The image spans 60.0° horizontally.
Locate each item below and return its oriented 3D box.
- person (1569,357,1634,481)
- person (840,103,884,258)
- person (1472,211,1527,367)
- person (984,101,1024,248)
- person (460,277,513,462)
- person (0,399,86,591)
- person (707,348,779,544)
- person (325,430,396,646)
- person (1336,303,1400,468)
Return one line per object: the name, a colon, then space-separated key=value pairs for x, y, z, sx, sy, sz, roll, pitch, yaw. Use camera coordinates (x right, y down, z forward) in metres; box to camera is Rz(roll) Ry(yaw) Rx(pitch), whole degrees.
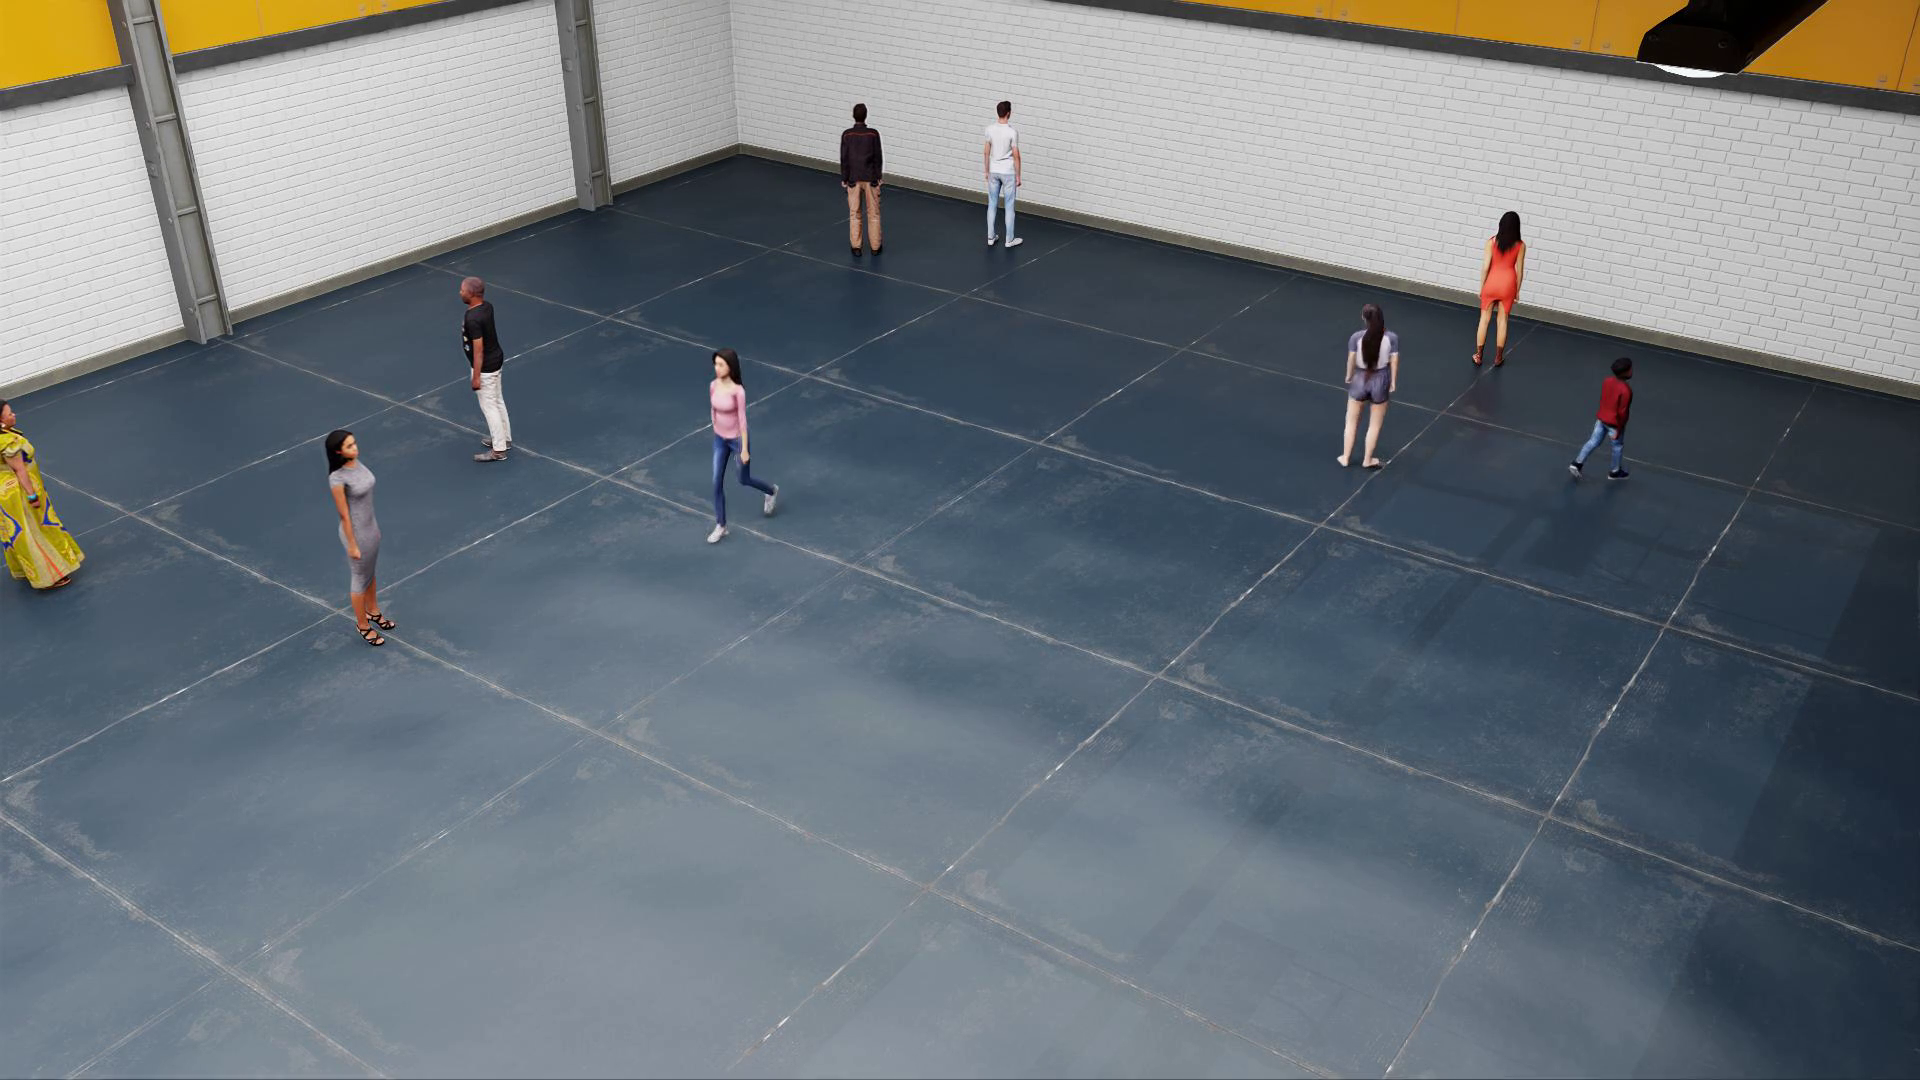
person: x=5.988 y=-1.110 z=15.410 sx=0.892 sy=1.240 sz=0.731 roll=-13 pitch=31 yaw=-22
person: x=-1.236 y=-4.542 z=20.987 sx=0.790 sy=1.925 sz=0.826 roll=-2 pitch=29 yaw=-4
person: x=5.774 y=-2.689 z=17.804 sx=0.654 sy=1.719 sz=0.640 roll=7 pitch=29 yaw=12
person: x=0.542 y=-4.704 z=21.361 sx=0.678 sy=1.851 sz=0.565 roll=15 pitch=32 yaw=25
person: x=-4.494 y=-1.637 z=15.786 sx=0.819 sy=1.805 sz=0.729 roll=0 pitch=29 yaw=0
person: x=-7.722 y=-0.391 z=13.653 sx=0.886 sy=1.660 sz=0.813 roll=24 pitch=37 yaw=36
person: x=-1.921 y=-0.868 z=14.471 sx=0.578 sy=1.715 sz=1.055 roll=18 pitch=34 yaw=30
person: x=-4.659 y=-0.036 z=12.876 sx=0.719 sy=1.781 sz=0.606 roll=3 pitch=29 yaw=6
person: x=3.858 y=-1.438 z=15.598 sx=0.681 sy=1.637 sz=0.630 roll=18 pitch=33 yaw=29
